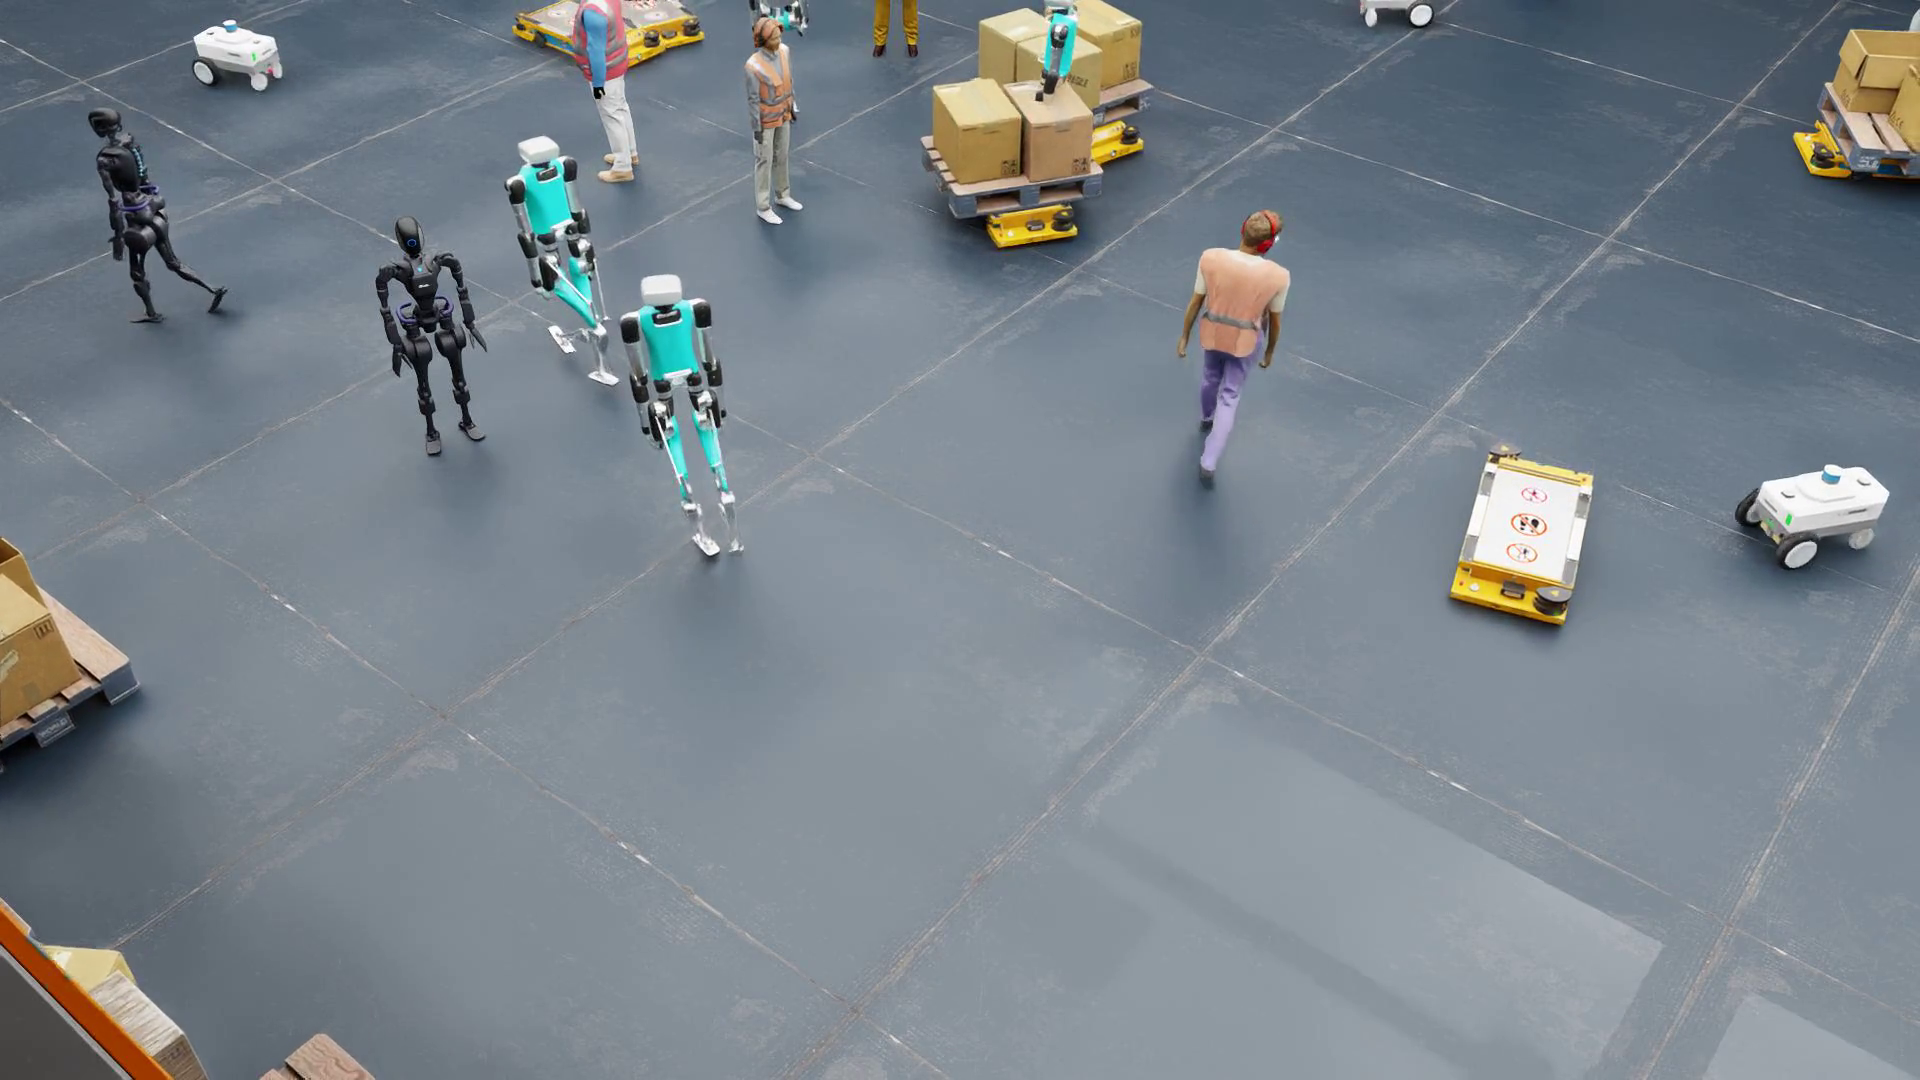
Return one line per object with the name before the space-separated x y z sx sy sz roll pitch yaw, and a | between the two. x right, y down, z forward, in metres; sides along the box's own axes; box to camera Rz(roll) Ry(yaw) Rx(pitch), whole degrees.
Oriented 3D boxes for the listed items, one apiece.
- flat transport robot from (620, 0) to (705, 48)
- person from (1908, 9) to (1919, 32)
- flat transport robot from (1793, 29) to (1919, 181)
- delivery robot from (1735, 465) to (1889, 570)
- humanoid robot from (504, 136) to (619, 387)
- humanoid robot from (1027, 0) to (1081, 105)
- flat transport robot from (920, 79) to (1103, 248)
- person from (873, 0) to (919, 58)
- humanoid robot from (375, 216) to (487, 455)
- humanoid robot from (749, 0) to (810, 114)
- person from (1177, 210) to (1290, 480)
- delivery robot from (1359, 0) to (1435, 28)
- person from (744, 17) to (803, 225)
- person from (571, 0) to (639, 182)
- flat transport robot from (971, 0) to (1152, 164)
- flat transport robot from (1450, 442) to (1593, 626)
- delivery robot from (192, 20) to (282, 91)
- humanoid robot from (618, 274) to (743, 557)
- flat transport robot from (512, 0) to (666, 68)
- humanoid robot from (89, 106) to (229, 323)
flat transport robot | -3.078 -5.084 16.058 0.659 0.231 1.431 -22 45 -24
person | 8.221 -4.357 14.076 0.482 1.738 0.341 -27 47 -28
flat transport robot | 7.786 -3.224 13.871 1.431 0.231 0.659 6 41 6
delivery robot | 5.187 -0.194 10.075 0.773 0.582 0.499 -9 41 -10
humanoid robot | -2.527 -1.770 11.038 1.045 1.722 0.542 29 48 30
humanoid robot | 0.539 -3.430 13.010 0.726 1.825 0.535 9 41 10
flat transport robot | 0.393 -2.809 13.383 0.659 0.231 1.431 -12 42 -13
person | -0.586 -5.255 15.112 0.525 1.755 0.344 2 40 2
humanoid robot | -3.329 -1.307 10.517 0.599 1.657 0.315 -20 44 -22
humanoid robot | -1.609 -4.533 14.299 0.553 1.726 1.079 -16 43 -18
person | 1.701 -1.267 10.401 0.626 1.784 0.861 15 43 17
delivery robot | 4.231 -5.278 16.079 0.783 0.611 0.499 0 40 0
person | -1.450 -3.246 12.844 0.314 1.631 0.518 21 45 23
person | -2.860 -3.773 13.316 0.431 1.836 0.628 0 40 0
flat transport robot | 0.878 -3.632 14.351 0.659 0.231 1.431 -24 46 -26
flat transport robot | 3.452 -0.062 10.151 0.659 0.231 1.431 15 43 17
delivery robot | -6.542 -4.394 15.041 0.785 0.614 0.523 15 43 17
humanoid robot | -1.573 -0.602 9.679 0.539 1.797 0.811 -14 42 -15
flat transport robot | -3.518 -4.776 15.697 1.431 0.231 0.659 27 47 28
humanoid robot | -5.710 -2.260 11.676 0.705 1.637 0.596 1 40 1
